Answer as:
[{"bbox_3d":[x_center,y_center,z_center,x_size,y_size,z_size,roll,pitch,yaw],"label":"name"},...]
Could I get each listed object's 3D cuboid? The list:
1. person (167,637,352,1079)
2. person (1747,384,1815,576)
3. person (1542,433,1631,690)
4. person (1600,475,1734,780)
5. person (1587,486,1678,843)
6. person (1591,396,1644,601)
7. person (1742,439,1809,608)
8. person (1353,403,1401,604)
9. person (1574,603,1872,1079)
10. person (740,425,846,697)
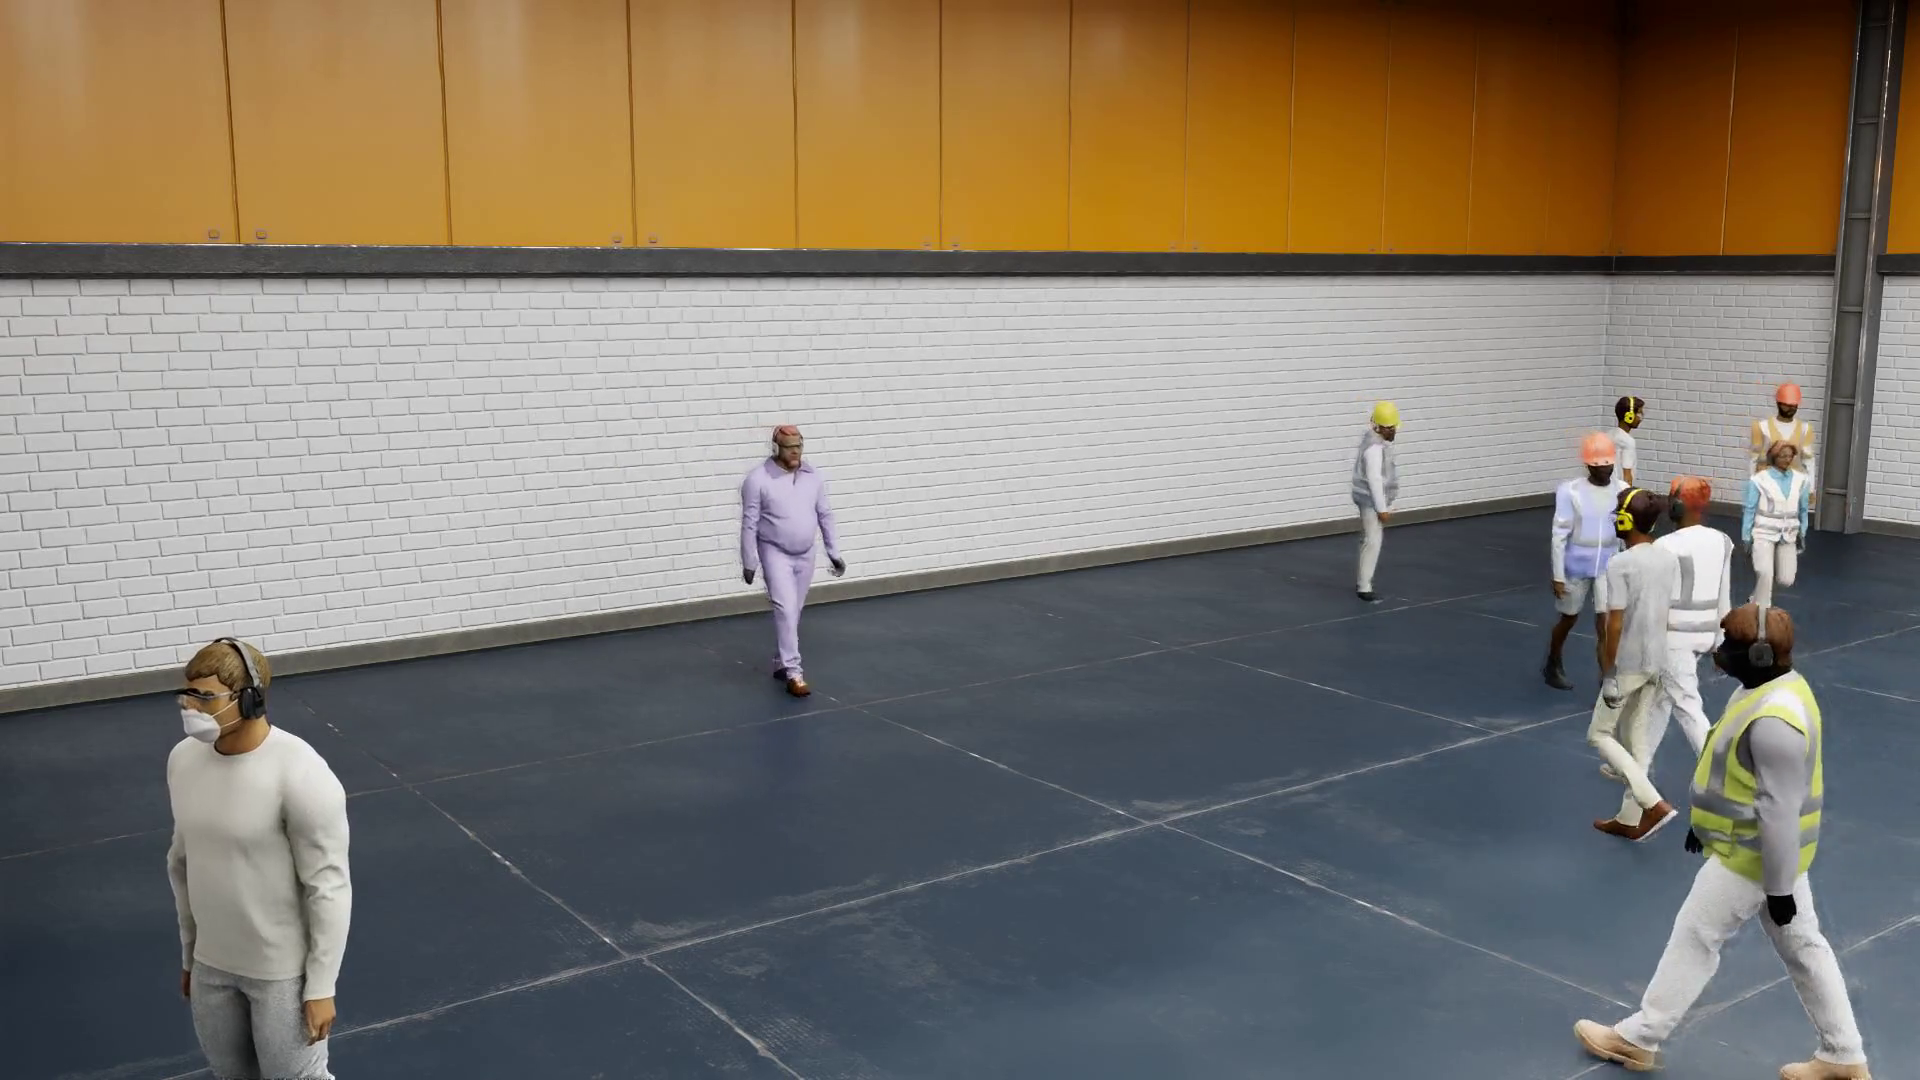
[{"bbox_3d":[-2.006,1.222,4.764,0.628,1.939,0.374,5,10,26],"label":"person"},{"bbox_3d":[7.813,-0.542,15.819,0.560,1.878,1.052,1,9,8],"label":"person"},{"bbox_3d":[4.304,0.186,11.365,0.593,1.880,1.015,0,9,2],"label":"person"},{"bbox_3d":[4.003,0.556,9.190,0.587,1.841,0.963,-5,11,-30],"label":"person"},{"bbox_3d":[3.474,0.661,8.486,0.511,1.859,0.472,-5,10,-28],"label":"person"},{"bbox_3d":[5.790,-0.333,14.615,0.334,1.859,0.535,-1,9,-4],"label":"person"},{"bbox_3d":[6.520,-0.022,13.398,0.524,1.619,0.555,-1,9,-6],"label":"person"},{"bbox_3d":[3.745,-0.349,14.950,0.407,1.792,0.739,3,10,18],"label":"person"},{"bbox_3d":[2.831,1.104,5.980,1.004,1.791,0.622,5,11,29],"label":"person"},{"bbox_3d":[-1.136,0.134,11.654,0.667,1.872,0.847,-8,12,-39],"label":"person"}]
